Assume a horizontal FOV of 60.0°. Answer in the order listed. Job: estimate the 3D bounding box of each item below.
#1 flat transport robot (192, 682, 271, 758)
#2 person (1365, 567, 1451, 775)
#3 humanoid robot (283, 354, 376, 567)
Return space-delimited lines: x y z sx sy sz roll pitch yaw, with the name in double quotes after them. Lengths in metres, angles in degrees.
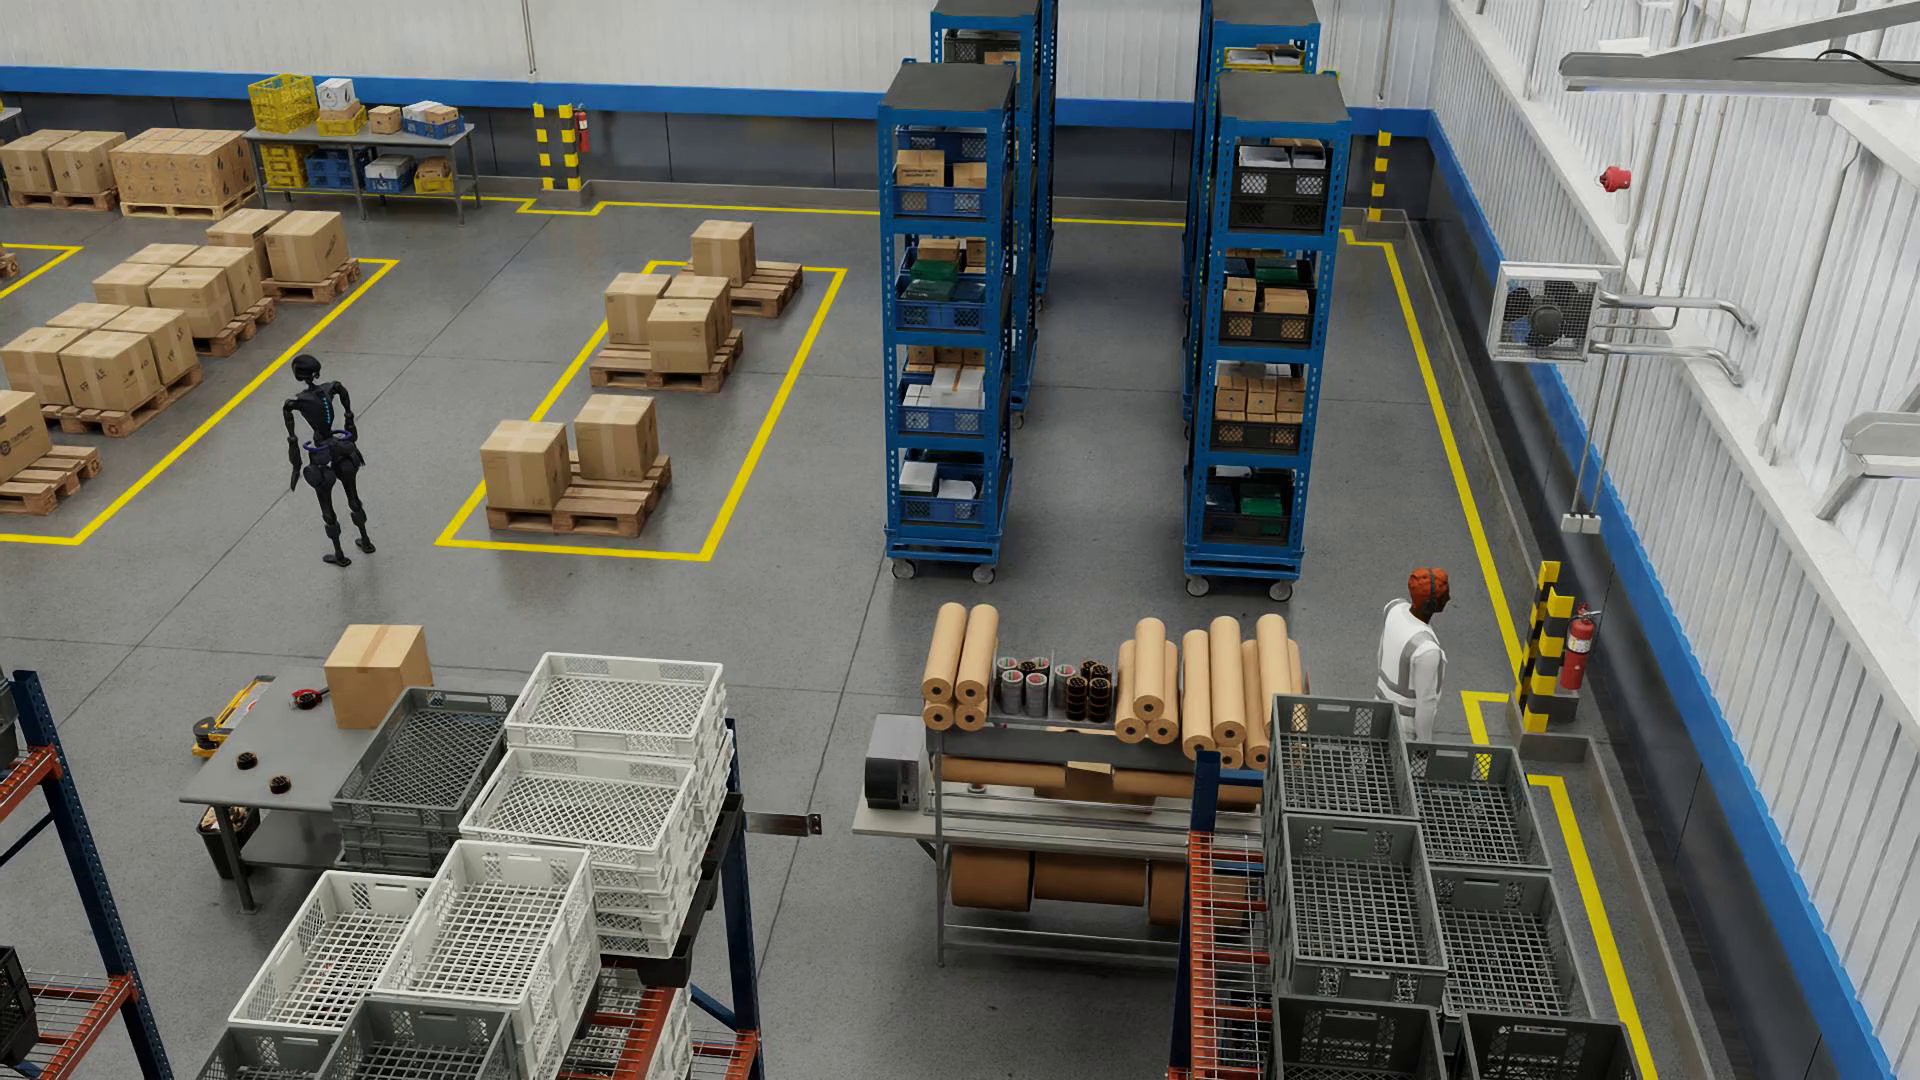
-4.089 1.163 10.648 1.431 0.197 0.652 3 30 6 "flat transport robot"
2.524 0.973 9.397 0.352 1.882 0.579 -5 31 -9 "person"
-4.683 -0.609 12.302 0.327 1.660 0.589 21 36 31 "humanoid robot"
